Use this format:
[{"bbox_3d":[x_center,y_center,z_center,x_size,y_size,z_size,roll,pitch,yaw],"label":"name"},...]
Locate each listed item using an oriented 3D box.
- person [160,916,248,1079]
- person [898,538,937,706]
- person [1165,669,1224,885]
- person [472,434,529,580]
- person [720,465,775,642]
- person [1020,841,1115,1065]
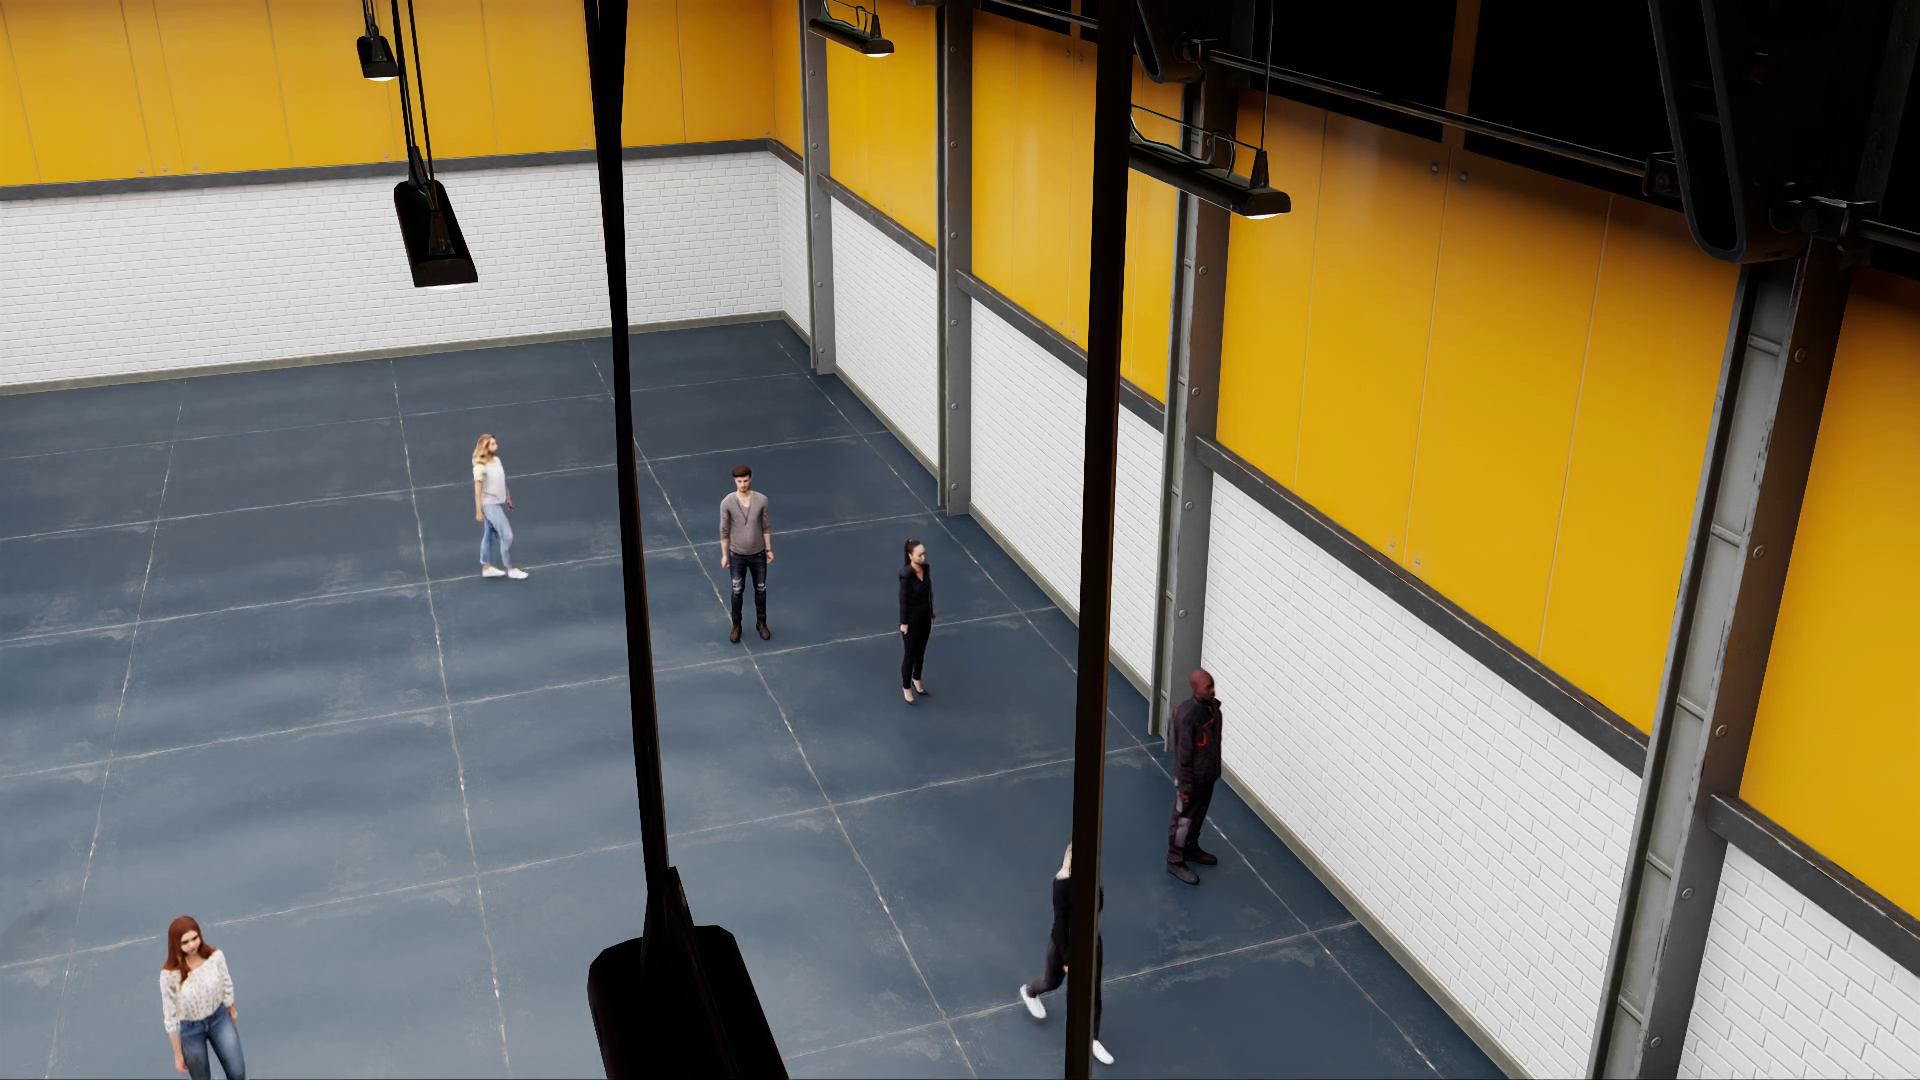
[{"bbox_3d":[-4.864,3.090,10.619,0.672,1.718,0.700,-16,29,-33],"label":"person"},{"bbox_3d":[-0.418,0.764,15.951,0.685,1.709,0.669,15,28,31],"label":"person"},{"bbox_3d":[1.877,1.839,13.346,0.820,1.825,0.795,15,27,30],"label":"person"},{"bbox_3d":[-5.288,-0.363,18.535,0.911,1.704,0.894,4,24,9],"label":"person"},{"bbox_3d":[-2.201,0.119,17.184,0.716,1.903,0.599,-6,24,-13],"label":"person"},{"bbox_3d":[0.715,2.757,11.459,0.826,1.655,1.180,-17,29,-33],"label":"person"}]
